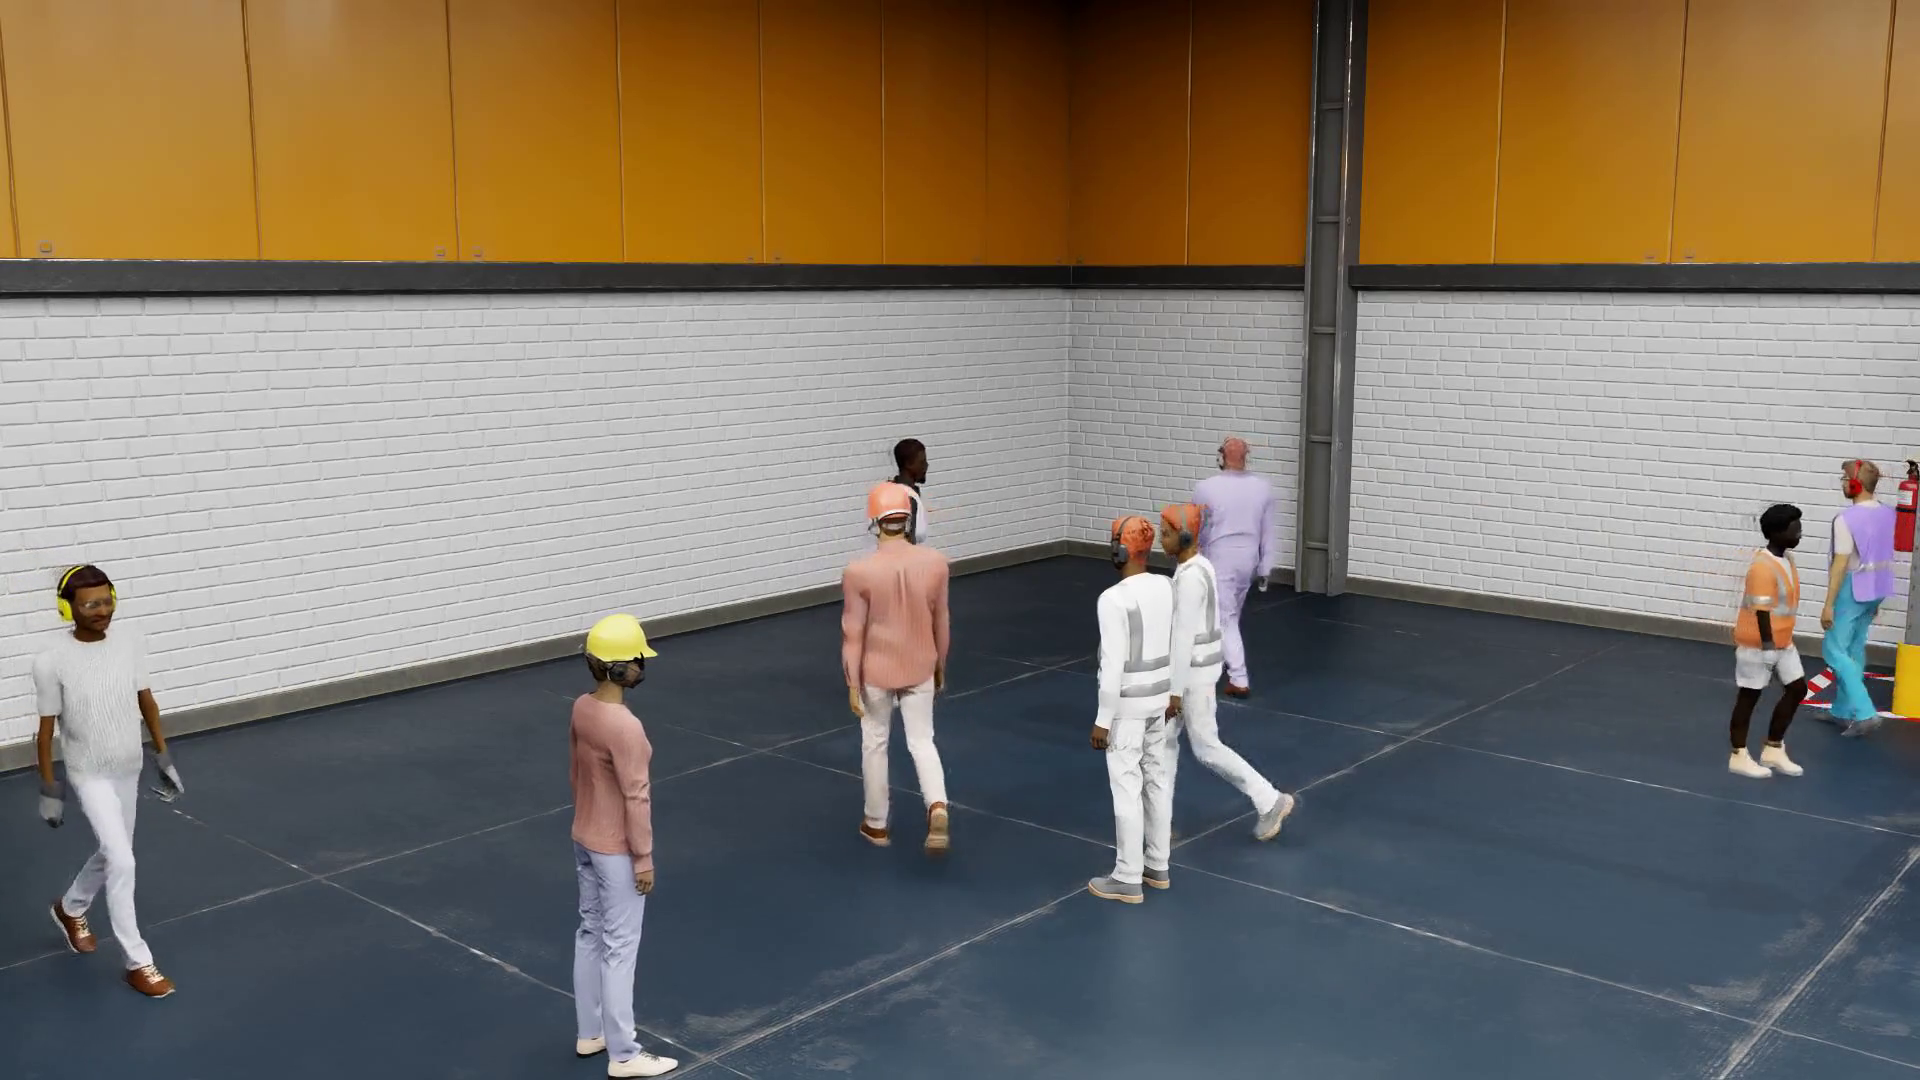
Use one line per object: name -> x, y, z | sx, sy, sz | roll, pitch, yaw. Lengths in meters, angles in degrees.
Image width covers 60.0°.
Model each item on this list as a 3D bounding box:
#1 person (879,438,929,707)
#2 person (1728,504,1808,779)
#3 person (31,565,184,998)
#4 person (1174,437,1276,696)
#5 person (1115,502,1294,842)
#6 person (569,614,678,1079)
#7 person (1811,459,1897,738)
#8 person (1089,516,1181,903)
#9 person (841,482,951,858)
person -> -0.370, 0.240, 11.621 | 0.450, 1.908, 0.616 | -1, 9, -9
person -> 4.897, 0.618, 9.932 | 0.524, 1.678, 0.558 | 8, 12, 42
person -> -3.716, 0.989, 7.170 | 0.914, 1.836, 0.520 | 5, 10, 27
person -> 1.952, 0.176, 12.199 | 0.650, 1.858, 0.991 | -3, 10, -19
person -> 1.316, 0.717, 8.835 | 0.881, 1.857, 0.583 | 1, 9, 7
person -> -1.300, 1.153, 6.336 | 0.331, 1.767, 0.527 | -6, 11, -35
person -> 5.911, 0.383, 10.981 | 0.595, 1.849, 0.515 | -5, 10, -30
person -> 0.846, 0.815, 8.087 | 0.337, 1.882, 0.584 | 8, 12, 41
person -> -0.312, 0.682, 8.647 | 0.620, 1.975, 0.792 | -3, 10, -19
